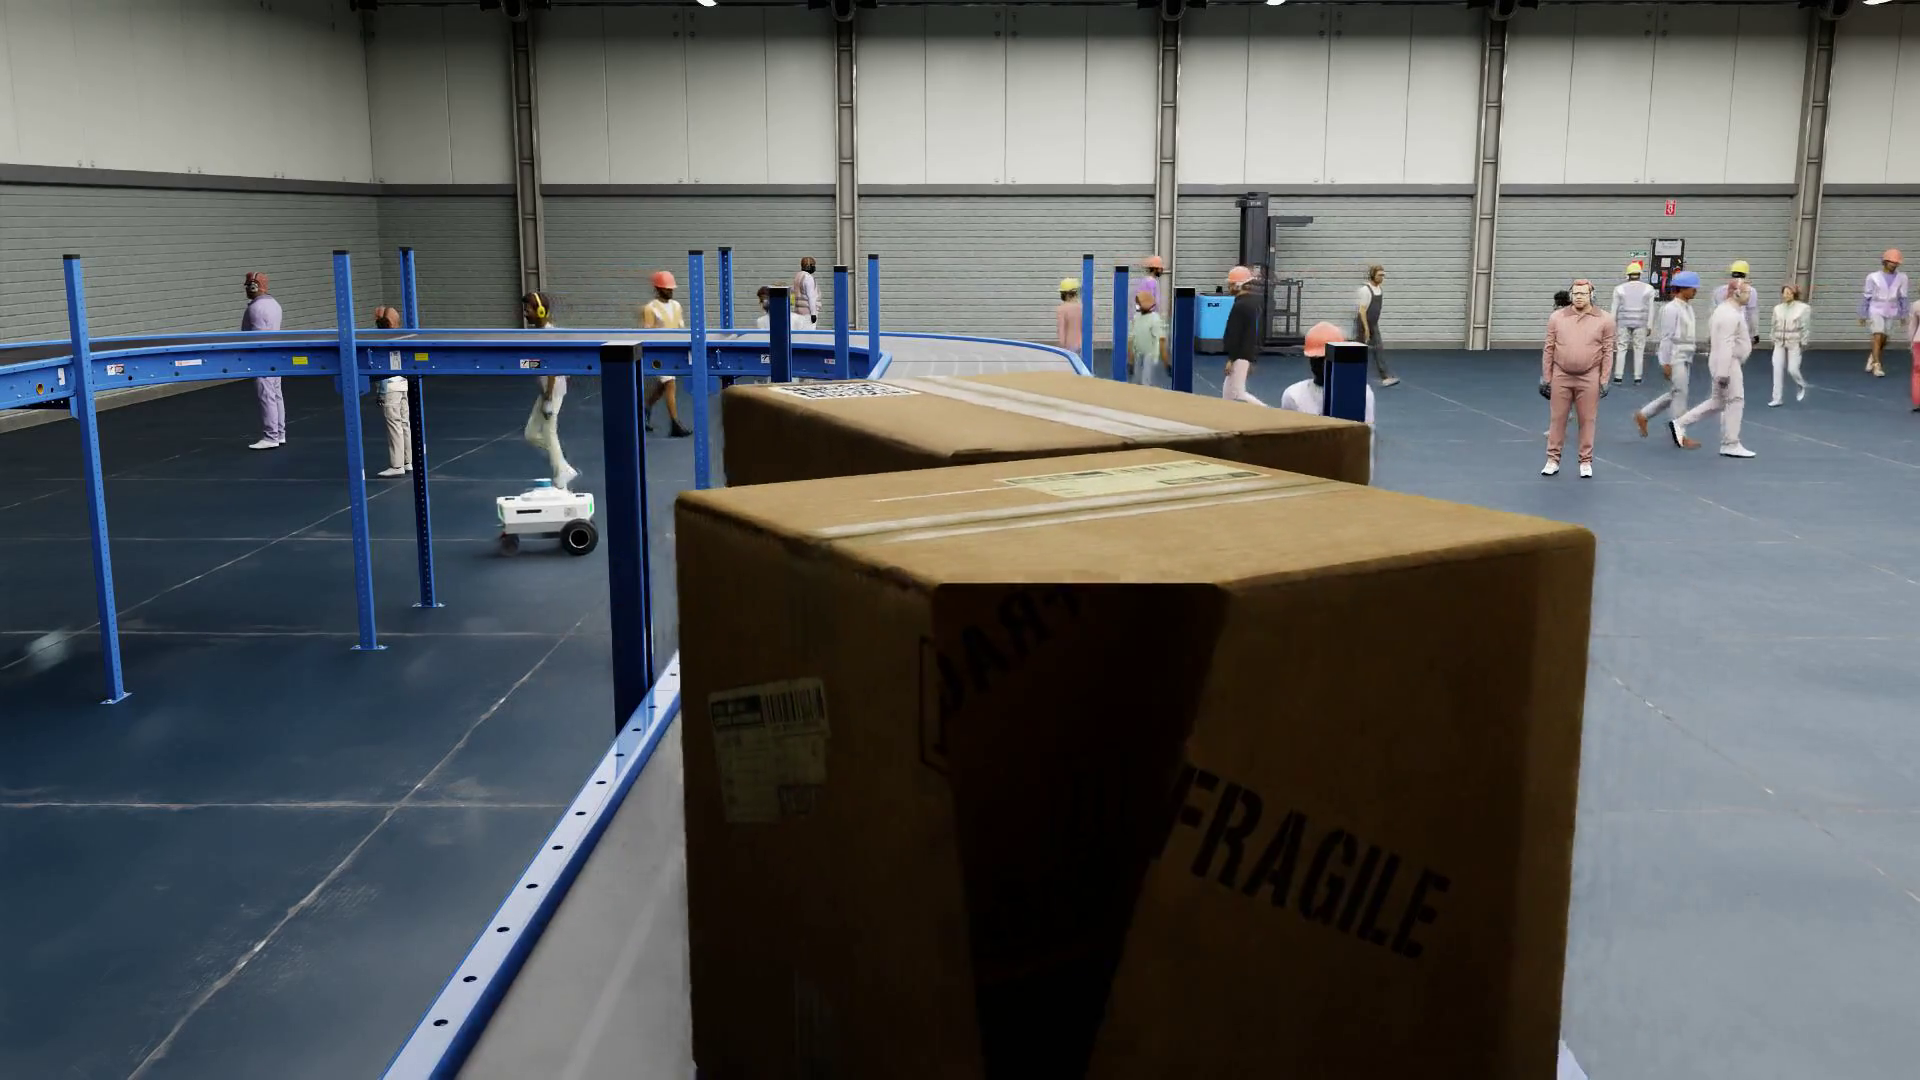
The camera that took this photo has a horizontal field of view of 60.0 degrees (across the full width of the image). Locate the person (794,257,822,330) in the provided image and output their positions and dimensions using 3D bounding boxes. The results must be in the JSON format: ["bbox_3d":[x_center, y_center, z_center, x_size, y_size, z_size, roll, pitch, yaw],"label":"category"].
[{"bbox_3d":[-2.514,-3.774,27.631,0.429,1.842,0.636,-5,12,-25],"label":"person"}]

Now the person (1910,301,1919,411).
[{"bbox_3d":[12.609,-2.550,21.554,0.591,1.747,0.547,-7,13,-33],"label":"person"}]

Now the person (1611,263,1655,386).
[{"bbox_3d":[10.069,-3.235,24.932,0.589,1.823,0.403,4,12,20],"label":"person"}]

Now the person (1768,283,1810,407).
[{"bbox_3d":[11.025,-2.590,22.081,0.496,1.629,0.526,-8,13,-35],"label":"person"}]

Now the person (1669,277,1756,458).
[{"bbox_3d":[7.990,-1.824,17.508,0.781,1.880,0.653,3,12,17],"label":"person"}]

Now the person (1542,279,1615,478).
[{"bbox_3d":[5.973,-1.569,16.137,0.649,1.907,0.409,5,12,25],"label":"person"}]

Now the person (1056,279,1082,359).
[{"bbox_3d":[1.408,-2.480,21.320,0.542,1.715,0.950,-9,14,-40],"label":"person"}]

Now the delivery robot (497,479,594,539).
[{"bbox_3d":[-3.128,-0.220,12.554,0.707,0.478,0.477,-3,11,-14],"label":"delivery robot"}]

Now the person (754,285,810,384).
[{"bbox_3d":[-1.751,-1.608,16.563,0.589,1.835,0.397,2,11,13],"label":"person"}]

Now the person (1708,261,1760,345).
[{"bbox_3d":[10.669,-2.865,22.822,0.850,1.893,0.590,-7,13,-33],"label":"person"}]

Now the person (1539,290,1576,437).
[{"bbox_3d":[6.852,-2.000,18.944,0.403,1.678,0.533,-2,11,-10],"label":"person"}]

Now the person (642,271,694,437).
[{"bbox_3d":[-3.484,-2.168,19.259,0.927,1.901,0.547,6,13,30],"label":"person"}]

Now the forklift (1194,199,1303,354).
[{"bbox_3d":[5.313,-4.851,30.603,1.873,2.768,1.129,0,11,1],"label":"forklift"}]

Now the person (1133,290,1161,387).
[{"bbox_3d":[2.332,-2.248,20.386,0.504,1.614,0.518,-7,13,-31],"label":"person"}]

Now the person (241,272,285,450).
[{"bbox_3d":[-7.593,-1.950,18.093,0.407,1.908,0.641,-1,11,-5],"label":"person"}]

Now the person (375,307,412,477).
[{"bbox_3d":[-5.518,-1.445,16.173,0.309,1.645,0.514,1,11,3],"label":"person"}]

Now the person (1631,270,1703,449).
[{"bbox_3d":[7.807,-1.992,18.259,0.738,1.925,0.621,9,14,40],"label":"person"}]

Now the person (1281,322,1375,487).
[{"bbox_3d":[2.162,-0.333,9.787,0.551,1.915,0.846,4,12,20],"label":"person"}]

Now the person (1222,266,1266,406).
[{"bbox_3d":[3.151,-2.011,18.235,0.812,1.975,0.606,3,11,16],"label":"person"}]

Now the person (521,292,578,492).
[{"bbox_3d":[-3.697,-1.278,14.794,0.395,1.847,0.529,-5,12,-24],"label":"person"}]

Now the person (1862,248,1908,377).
[{"bbox_3d":[14.644,-3.618,26.408,0.616,2.012,0.901,2,11,10],"label":"person"}]

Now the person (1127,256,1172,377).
[{"bbox_3d":[3.053,-3.493,26.077,0.978,1.881,0.567,0,11,-2],"label":"person"}]

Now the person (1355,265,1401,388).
[{"bbox_3d":[6.068,-3.136,24.474,0.519,1.788,0.964,-10,15,-42],"label":"person"}]
